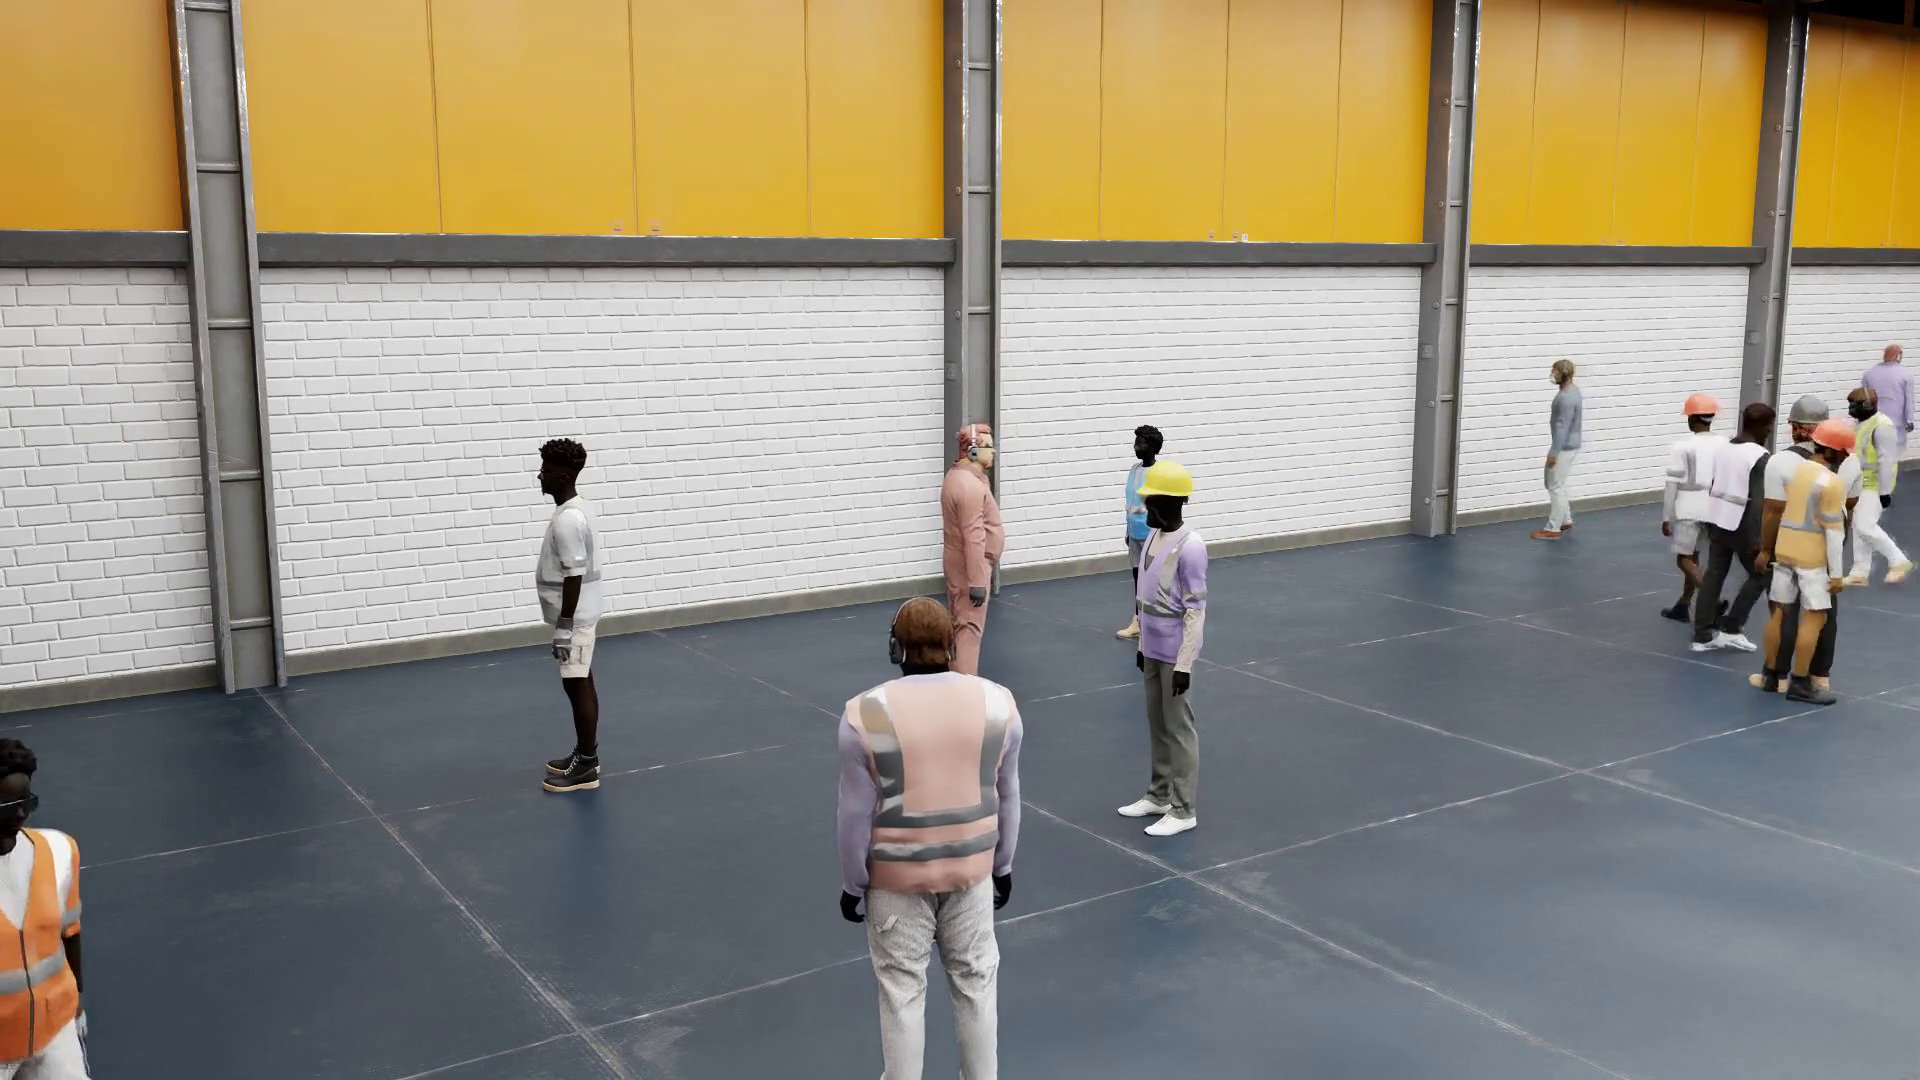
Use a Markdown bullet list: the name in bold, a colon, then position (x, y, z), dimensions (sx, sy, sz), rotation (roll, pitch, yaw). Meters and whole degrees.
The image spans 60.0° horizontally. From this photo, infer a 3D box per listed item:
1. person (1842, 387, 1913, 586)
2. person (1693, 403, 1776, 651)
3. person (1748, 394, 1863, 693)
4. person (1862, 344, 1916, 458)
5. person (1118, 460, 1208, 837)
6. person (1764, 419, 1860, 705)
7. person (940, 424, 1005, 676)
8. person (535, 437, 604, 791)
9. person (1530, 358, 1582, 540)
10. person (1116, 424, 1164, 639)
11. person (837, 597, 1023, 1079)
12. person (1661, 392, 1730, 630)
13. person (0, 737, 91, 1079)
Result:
- **person**: position (8.228, -0.470, 14.994), dimensions (0.510, 1.821, 0.642), rotation (1, 10, 8)
- **person**: position (5.826, -0.085, 12.460), dimensions (0.601, 1.887, 0.736), rotation (-2, 10, -12)
- **person**: position (5.729, 0.020, 11.386), dimensions (0.675, 2.000, 0.537), rotation (-1, 10, -9)
- **person**: position (11.897, -1.566, 21.362), dimensions (0.497, 1.896, 0.679), rotation (-7, 12, -35)
- **person**: position (1.060, 0.548, 8.541), dimensions (0.359, 1.930, 0.588), rotation (-3, 10, -17)
- **person**: position (5.675, 0.130, 11.187), dimensions (0.378, 1.895, 0.660), rotation (-3, 10, -16)
- **person**: position (0.089, 0.207, 10.666), dimensions (0.399, 1.908, 0.643), rotation (-2, 10, -9)
- **person**: position (-2.174, 0.408, 9.271), dimensions (0.366, 1.966, 0.607), rotation (-1, 10, -8)
- **person**: position (6.328, -0.952, 17.568), dimensions (0.454, 1.930, 0.668), rotation (4, 10, 20)
- **person**: position (1.434, -0.039, 12.779), dimensions (0.319, 1.696, 0.532), rotation (-5, 11, -27)
- **person**: position (-0.110, 1.099, 5.513), dimensions (0.624, 1.835, 0.430), rotation (-3, 10, -17)
- **person**: position (5.923, -0.222, 13.273), dimensions (0.546, 1.911, 0.832), rotation (-2, 10, -10)
- **person**: position (-2.651, 1.332, 4.538), dimensions (0.687, 1.676, 0.541), rotation (5, 11, 30)
